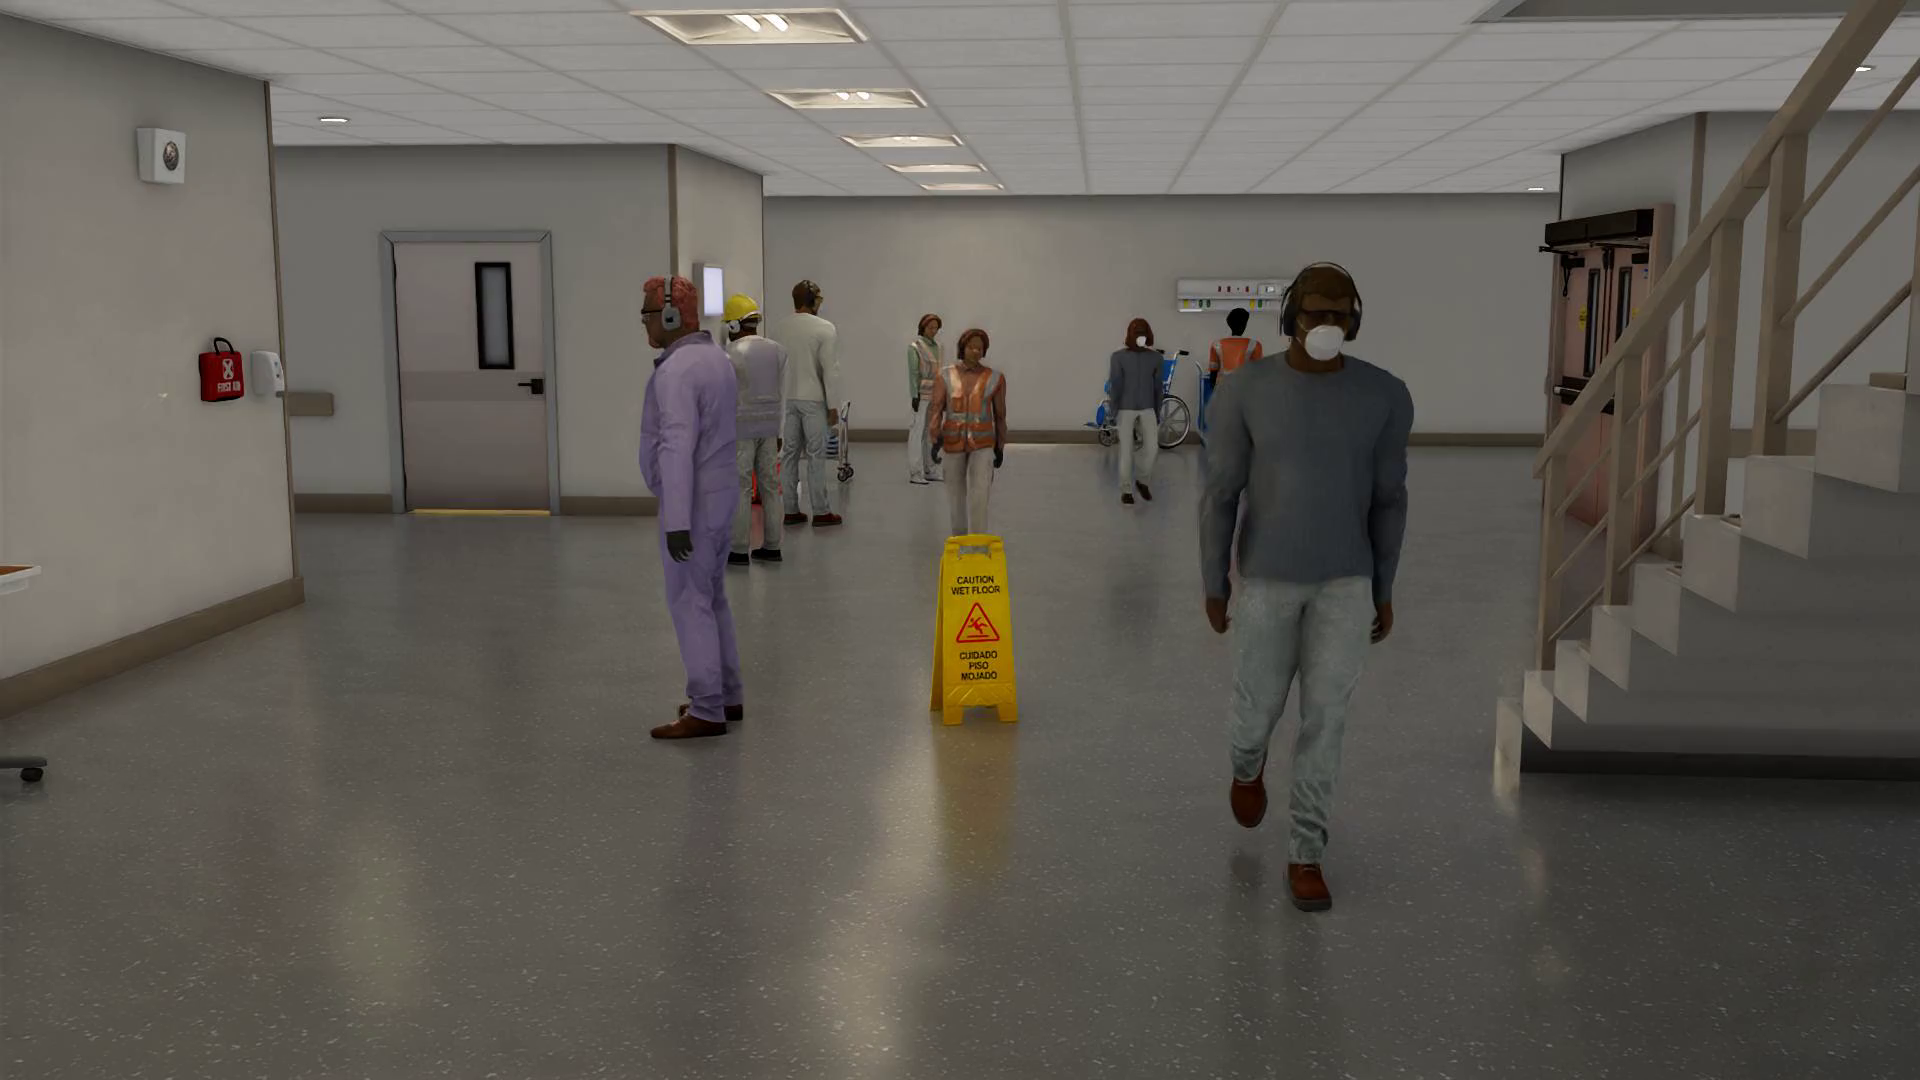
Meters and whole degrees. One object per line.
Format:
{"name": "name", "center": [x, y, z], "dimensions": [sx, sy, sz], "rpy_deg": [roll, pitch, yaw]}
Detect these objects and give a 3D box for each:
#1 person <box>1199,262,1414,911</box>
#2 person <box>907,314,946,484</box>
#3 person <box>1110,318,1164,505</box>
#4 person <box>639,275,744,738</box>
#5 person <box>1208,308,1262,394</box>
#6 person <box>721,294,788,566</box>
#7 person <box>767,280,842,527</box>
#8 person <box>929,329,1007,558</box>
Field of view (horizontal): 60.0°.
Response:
{"name": "person", "center": [1.046, 0.112, 5.125], "dimensions": [0.629, 1.917, 0.701], "rpy_deg": [0, 8, 0]}
{"name": "person", "center": [-0.319, -1.362, 16.092], "dimensions": [0.313, 1.638, 0.513], "rpy_deg": [6, 10, 36]}
{"name": "person", "center": [1.529, -1.103, 14.398], "dimensions": [0.507, 1.621, 0.371], "rpy_deg": [-1, 8, -9]}
{"name": "person", "center": [-1.125, -0.132, 6.858], "dimensions": [0.397, 1.896, 0.666], "rpy_deg": [1, 8, 9]}
{"name": "person", "center": [2.670, -1.393, 16.099], "dimensions": [0.540, 1.695, 0.317], "rpy_deg": [3, 9, 20]}
{"name": "person", "center": [-1.426, -0.736, 11.213], "dimensions": [0.592, 1.824, 0.403], "rpy_deg": [-8, 12, -44]}
{"name": "person", "center": [-1.220, -1.069, 13.090], "dimensions": [0.629, 1.937, 0.379], "rpy_deg": [5, 10, 29]}
{"name": "person", "center": [0.056, -0.624, 11.249], "dimensions": [0.512, 1.600, 0.828], "rpy_deg": [1, 8, 6]}
